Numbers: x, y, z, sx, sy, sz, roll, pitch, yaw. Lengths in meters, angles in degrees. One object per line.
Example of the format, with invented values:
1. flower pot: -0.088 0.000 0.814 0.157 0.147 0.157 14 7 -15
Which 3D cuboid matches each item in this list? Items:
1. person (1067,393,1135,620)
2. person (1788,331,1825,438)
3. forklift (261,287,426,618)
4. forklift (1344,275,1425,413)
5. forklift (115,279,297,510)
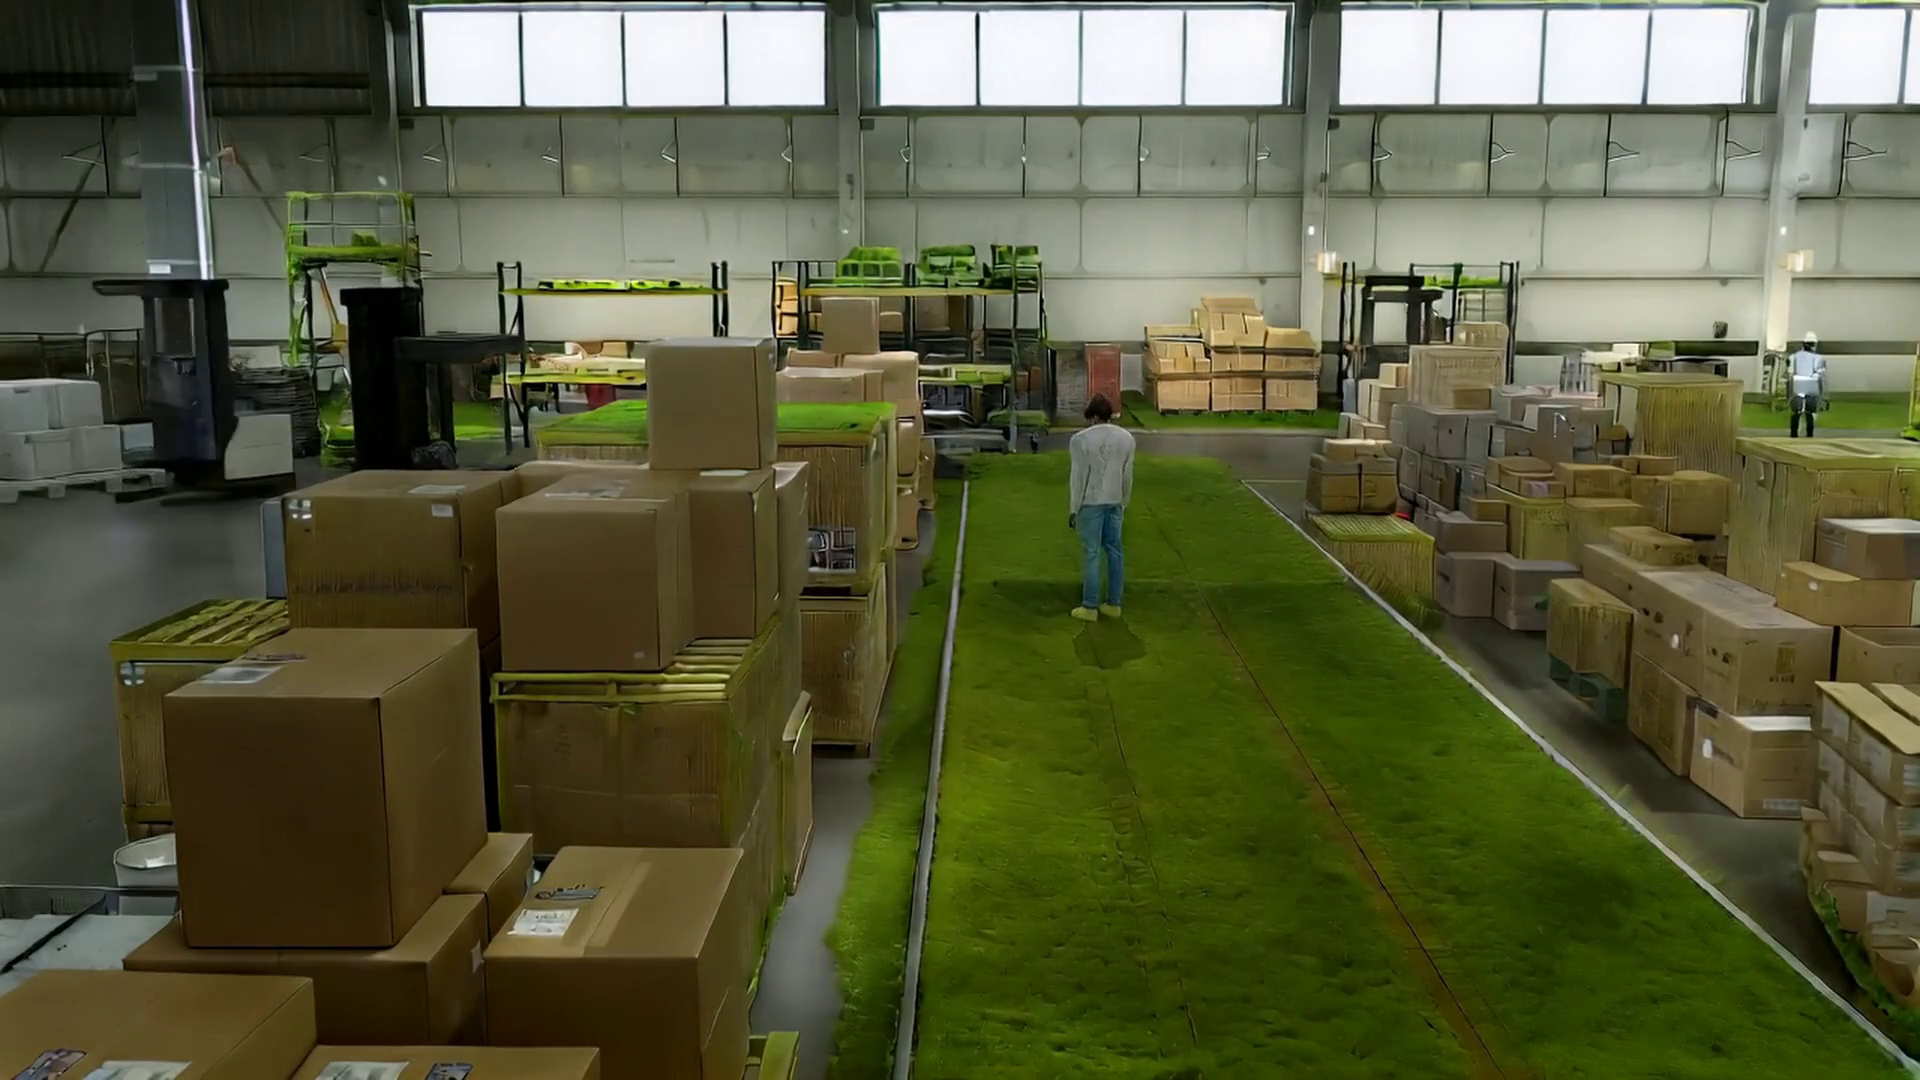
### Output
1. person: 1.182 -0.285 14.157 0.631 1.940 0.372 -6 11 -31
2. person: 13.584 -2.376 26.707 0.382 1.930 0.547 -8 12 -40
3. forklift: -4.770 -0.711 13.897 1.873 2.768 1.129 0 9 1
4. forklift: 6.827 -2.810 26.466 1.129 2.768 1.873 0 9 1
5. forklift: -9.571 -1.901 21.024 1.129 2.768 1.873 6 11 32
